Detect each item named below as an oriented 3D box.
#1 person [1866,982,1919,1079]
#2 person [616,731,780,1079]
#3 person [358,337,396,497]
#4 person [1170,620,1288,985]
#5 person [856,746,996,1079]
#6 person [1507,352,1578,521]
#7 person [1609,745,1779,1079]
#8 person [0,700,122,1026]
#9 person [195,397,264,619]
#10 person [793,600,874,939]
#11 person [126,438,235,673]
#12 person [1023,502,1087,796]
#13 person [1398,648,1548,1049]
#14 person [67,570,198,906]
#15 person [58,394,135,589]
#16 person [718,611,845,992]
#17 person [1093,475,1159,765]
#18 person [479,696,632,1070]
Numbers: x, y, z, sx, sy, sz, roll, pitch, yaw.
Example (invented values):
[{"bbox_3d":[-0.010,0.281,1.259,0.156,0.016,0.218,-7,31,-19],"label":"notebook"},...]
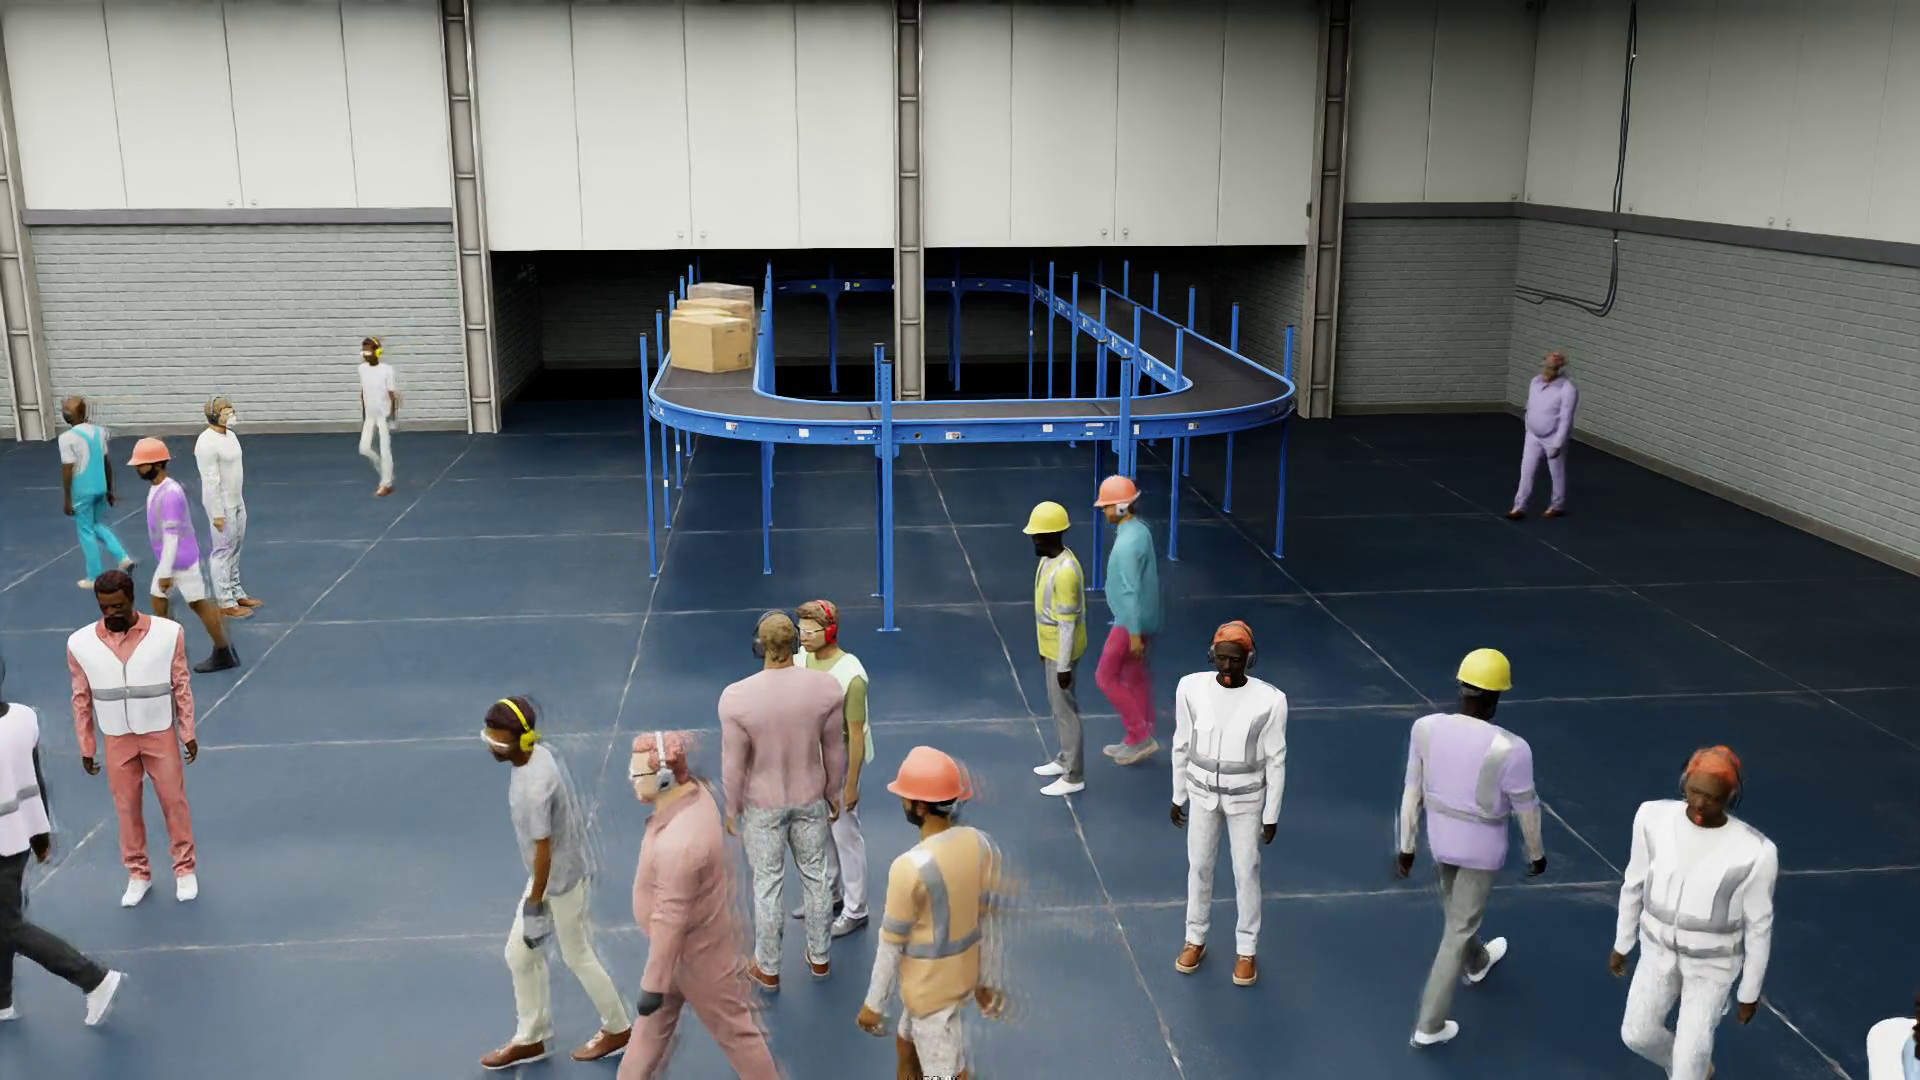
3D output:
[{"bbox_3d":[2.933,2.107,4.999,0.480,1.908,0.591,-5,15,-20],"label":"person"},{"bbox_3d":[-1.178,1.666,6.865,0.995,1.850,0.650,-3,14,-12],"label":"person"},{"bbox_3d":[-6.730,-1.408,19.160,0.556,1.855,0.387,5,15,20],"label":"person"},{"bbox_3d":[1.331,1.300,8.298,0.573,1.877,0.346,7,15,25],"label":"person"},{"bbox_3d":[-0.052,1.732,6.544,0.996,1.900,0.540,8,16,28],"label":"person"},{"bbox_3d":[6.300,-1.102,17.940,0.926,1.854,0.671,-9,17,-33],"label":"person"},{"bbox_3d":[2.970,1.689,6.741,0.656,1.869,0.607,-12,19,-41],"label":"person"},{"bbox_3d":[-4.447,1.414,7.805,0.839,1.889,0.598,0,14,-1],"label":"person"},{"bbox_3d":[-6.395,-0.288,14.516,0.373,1.940,0.629,-1,14,-5],"label":"person"},{"bbox_3d":[-0.672,1.191,8.813,0.385,1.835,0.564,-11,18,-37],"label":"person"},{"bbox_3d":[-6.132,0.158,12.794,0.936,1.900,0.579,-11,18,-37],"label":"person"},{"bbox_3d":[0.604,0.687,10.680,0.422,1.913,0.601,-1,14,-5],"label":"person"},{"bbox_3d":[2.464,1.408,7.868,1.013,1.868,0.600,-12,18,-39],"label":"person"},{"bbox_3d":[-4.520,1.071,9.149,0.599,1.908,0.405,-5,15,-18],"label":"person"},{"bbox_3d":[-8.007,-0.430,15.309,0.464,1.832,0.506,3,14,13],"label":"person"},{"bbox_3d":[-0.873,1.289,8.215,0.628,1.935,0.373,-5,15,-21],"label":"person"},{"bbox_3d":[1.100,0.540,11.168,0.466,1.964,0.621,5,15,18],"label":"person"},{"bbox_3d":[-1.859,1.542,7.425,0.820,1.824,0.537,-7,16,-26],"label":"person"}]
